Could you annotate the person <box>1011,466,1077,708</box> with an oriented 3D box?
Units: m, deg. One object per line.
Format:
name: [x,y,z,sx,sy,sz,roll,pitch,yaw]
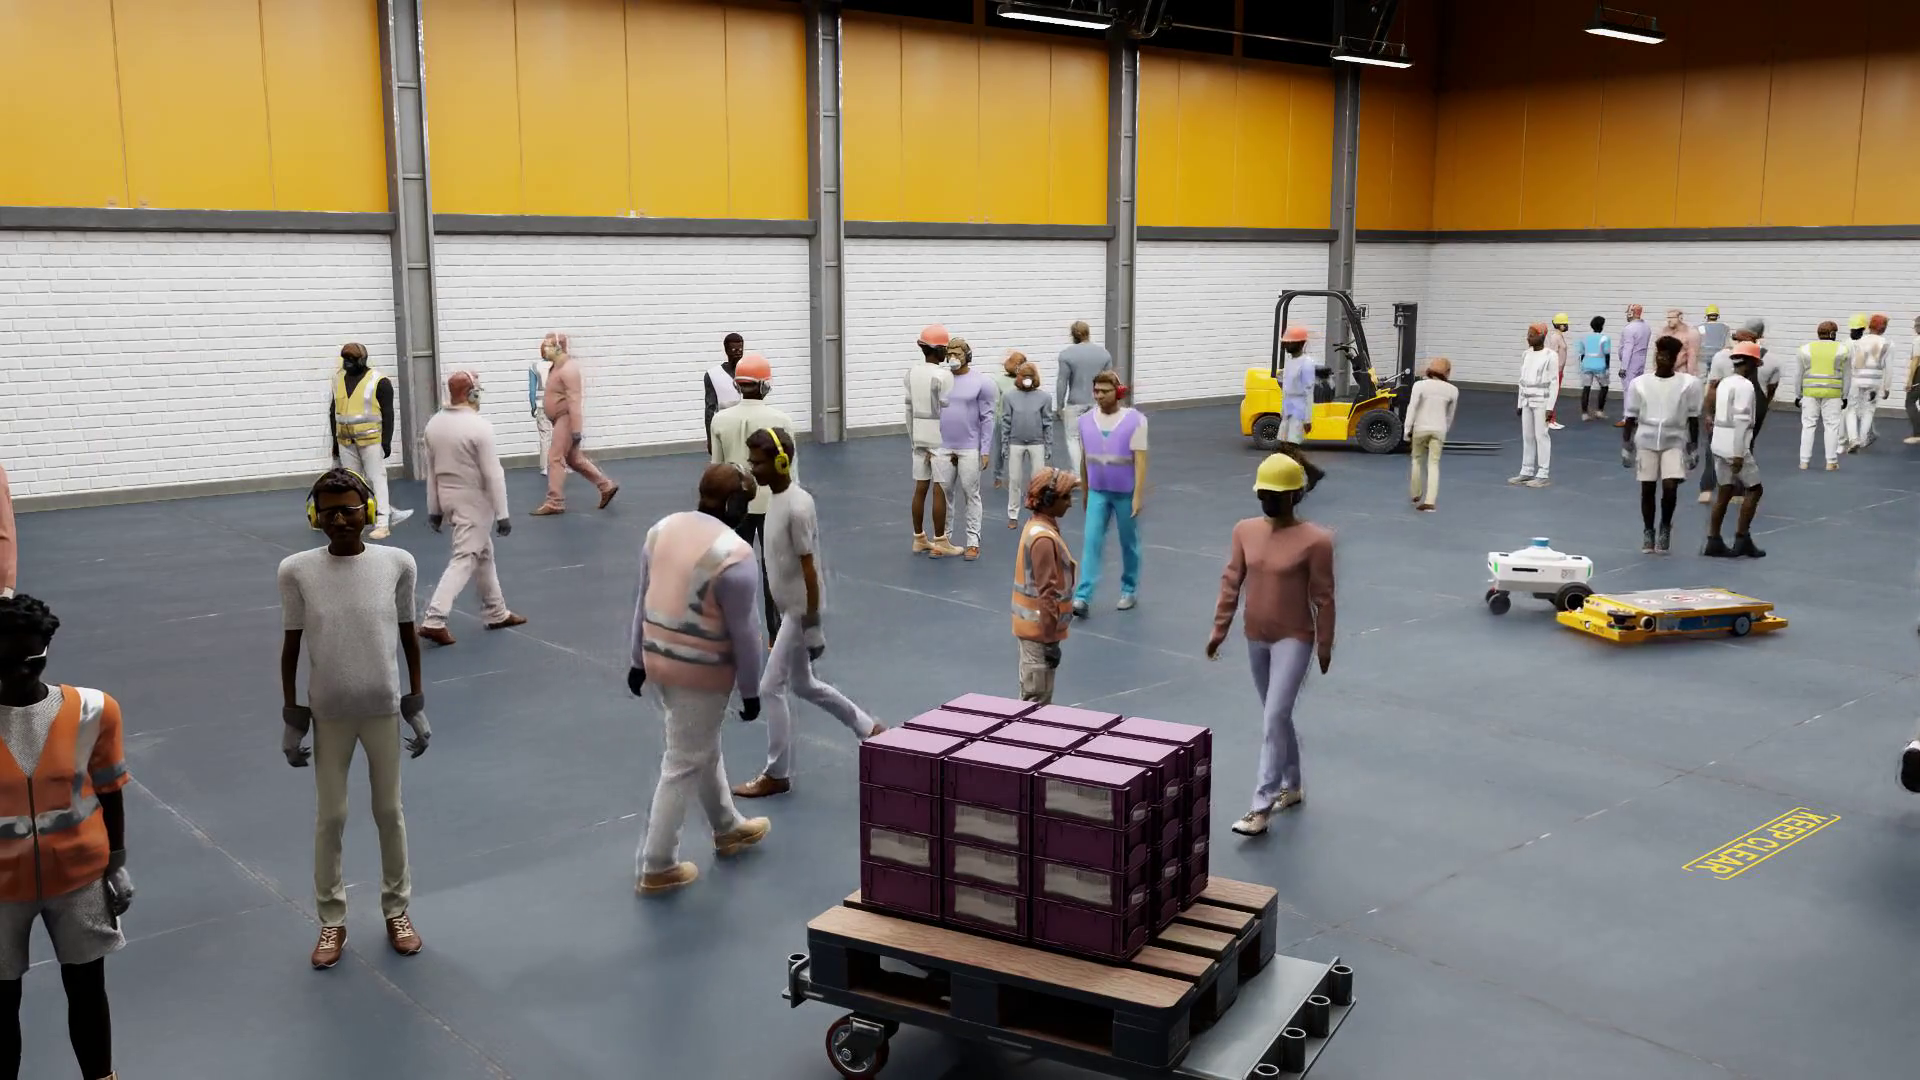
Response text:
person: [0.401,0.461,8.013,0.314,1.640,0.514,0,10,-1]

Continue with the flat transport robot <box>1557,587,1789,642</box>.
flat transport robot: [5.021,0.511,11.716,1.431,0.197,0.652,-3,10,-18]

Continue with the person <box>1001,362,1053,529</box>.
person: [0.644,-0.906,16.058,0.502,1.627,0.276,1,10,4]

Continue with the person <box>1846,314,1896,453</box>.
person: [12.047,-2.064,22.139,0.656,1.871,0.535,6,12,33]

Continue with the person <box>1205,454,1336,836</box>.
person: [1.396,0.476,7.663,0.831,1.735,0.533,-9,13,-43]

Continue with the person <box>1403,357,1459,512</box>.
person: [4.905,-1.110,17.381,0.555,1.579,0.726,1,10,7]

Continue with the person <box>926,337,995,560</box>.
person: [-0.012,-0.789,14.458,0.631,1.940,0.372,3,10,18]

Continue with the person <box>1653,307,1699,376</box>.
person: [10.346,-2.432,24.219,0.675,1.883,0.672,-9,13,-42]

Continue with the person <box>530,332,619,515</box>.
person: [-3.976,-1.200,17.075,0.889,1.877,0.655,-4,11,-23]

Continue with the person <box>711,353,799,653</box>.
person: [-1.350,-0.237,11.055,0.612,1.997,0.375,3,10,16]

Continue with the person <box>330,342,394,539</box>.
person: [-5.594,-0.922,15.527,0.633,1.839,0.429,2,10,14]

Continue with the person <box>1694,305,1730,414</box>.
person: [12.518,-3.012,27.788,0.603,1.828,0.404,1,10,8]

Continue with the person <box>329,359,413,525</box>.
person: [-5.776,-0.932,16.002,0.962,1.675,0.500,-2,10,-10]

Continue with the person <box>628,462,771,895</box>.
person: [-1.027,0.560,7.015,0.877,1.787,0.684,-9,13,-43]

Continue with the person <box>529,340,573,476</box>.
person: [-4.910,-1.586,19.992,0.515,1.641,0.314,-2,10,-10]

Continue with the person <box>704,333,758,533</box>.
person: [-2.137,-1.000,15.756,0.598,1.915,0.375,-7,12,-34]

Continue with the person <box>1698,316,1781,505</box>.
person: [8.233,-1.377,17.601,0.729,2.000,0.537,1,10,7]

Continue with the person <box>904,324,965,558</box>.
person: [-0.222,-0.865,14.598,0.376,2.044,0.607,-9,13,-43]

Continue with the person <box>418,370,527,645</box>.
person: [-3.399,-0.231,11.417,0.655,1.867,0.965,7,12,37]

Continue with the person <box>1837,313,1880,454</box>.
person: [12.069,-2.097,22.282,0.770,1.889,0.589,-7,12,-35]

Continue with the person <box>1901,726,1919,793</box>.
person: [4.827,0.358,7.845,0.610,1.903,0.583,-5,11,-27]

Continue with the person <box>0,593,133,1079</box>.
person: [-2.666,0.983,4.796,0.532,1.695,0.319,-6,12,-33]

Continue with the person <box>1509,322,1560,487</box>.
person: [6.600,-1.548,19.059,0.337,1.882,0.584,-3,10,-20]

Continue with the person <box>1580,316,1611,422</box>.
person: [10.165,-2.730,26.550,0.634,1.672,0.553,-9,13,-42]

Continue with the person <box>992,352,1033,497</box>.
person: [0.563,-1.312,18.555,0.509,1.585,0.880,-1,10,-8]

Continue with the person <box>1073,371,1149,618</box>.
person: [1.088,-0.327,12.152,0.594,1.792,0.954,5,11,27]

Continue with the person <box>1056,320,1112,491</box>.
person: [1.408,-1.508,18.748,0.672,1.923,0.415,-3,10,-18]

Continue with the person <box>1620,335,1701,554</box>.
person: [6.155,-0.823,14.638,0.645,1.940,0.556,5,11,28]

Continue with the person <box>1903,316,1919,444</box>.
person: [13.516,-2.241,23.315,0.655,1.830,0.344,-5,11,-25]

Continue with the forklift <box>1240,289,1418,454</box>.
forklift: [5.034,-2.339,22.783,2.313,2.155,1.214,3,10,16]

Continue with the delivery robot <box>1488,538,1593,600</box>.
delivery robot: [4.271,0.225,12.269,0.707,0.478,0.477,2,9,11]

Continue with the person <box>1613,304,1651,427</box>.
person: [10.368,-2.694,25.704,0.652,1.906,0.403,-8,13,-40]

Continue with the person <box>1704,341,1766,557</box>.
person: [6.857,-0.781,14.546,0.635,1.891,0.620,0,10,2]

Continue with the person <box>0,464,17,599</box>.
person: [-4.967,0.214,8.412,0.368,1.996,0.622,-9,13,-44]

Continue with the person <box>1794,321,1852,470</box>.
person: [10.657,-1.781,20.561,0.624,1.841,0.430,7,12,34]

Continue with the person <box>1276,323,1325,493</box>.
person: [3.671,-1.377,17.944,0.555,1.922,0.569,-2,10,-14]

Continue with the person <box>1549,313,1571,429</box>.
person: [9.142,-2.579,25.439,0.314,1.769,0.524,6,11,30]

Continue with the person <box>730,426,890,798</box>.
person: [-0.726,0.344,8.166,0.797,1.833,0.583,-3,10,-19]

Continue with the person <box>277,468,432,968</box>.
person: [-2.257,0.653,6.216,0.531,1.870,0.316,-4,11,-23]
